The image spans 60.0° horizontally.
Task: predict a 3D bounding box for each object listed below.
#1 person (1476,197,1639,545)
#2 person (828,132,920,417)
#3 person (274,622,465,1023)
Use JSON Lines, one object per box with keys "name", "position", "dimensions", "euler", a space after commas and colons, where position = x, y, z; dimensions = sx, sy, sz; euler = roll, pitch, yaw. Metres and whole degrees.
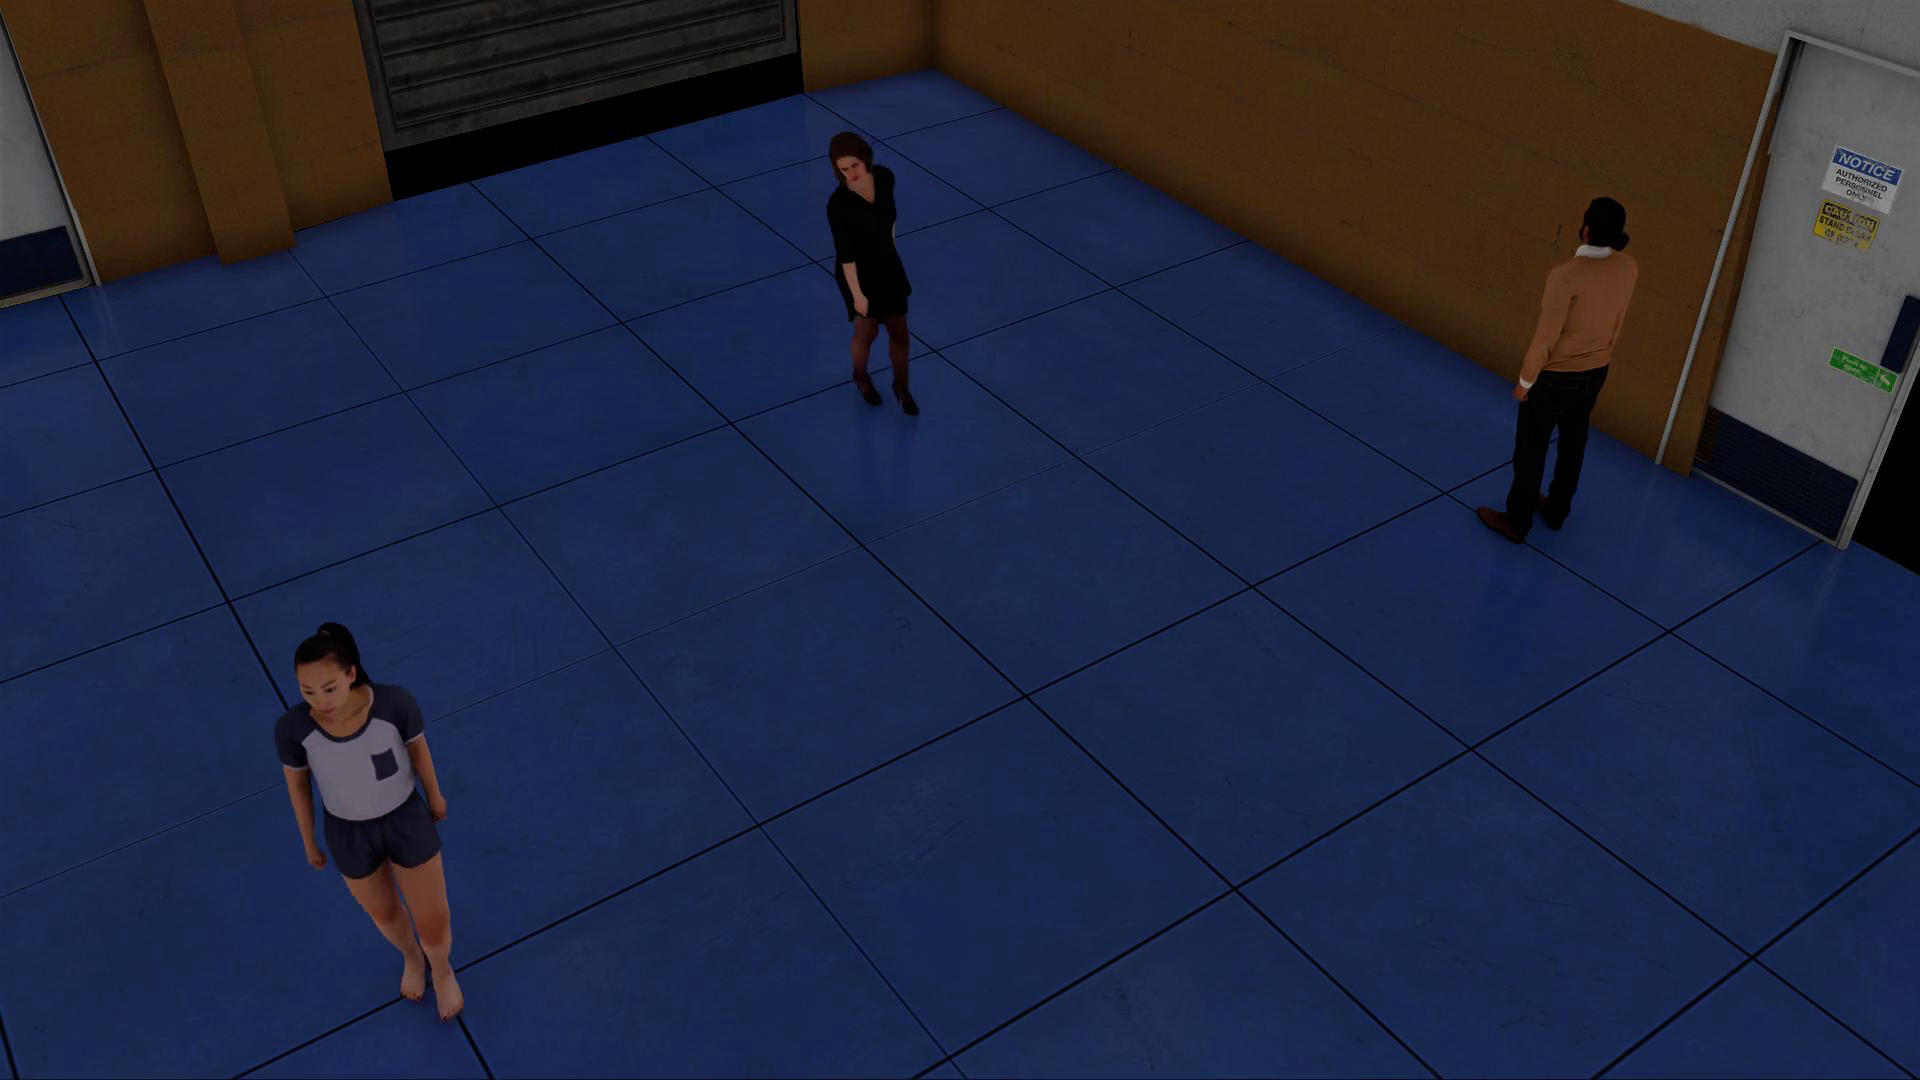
{"name": "person", "position": [2.807, -0.774, 7.717], "dimensions": [0.579, 1.754, 0.762], "euler": [-15, 40, -19]}
{"name": "person", "position": [-0.492, -1.369, 8.577], "dimensions": [0.752, 1.657, 0.638], "euler": [25, 43, 29]}
{"name": "person", "position": [-1.944, 0.914, 5.567], "dimensions": [0.650, 1.635, 0.753], "euler": [-8, 38, -10]}
